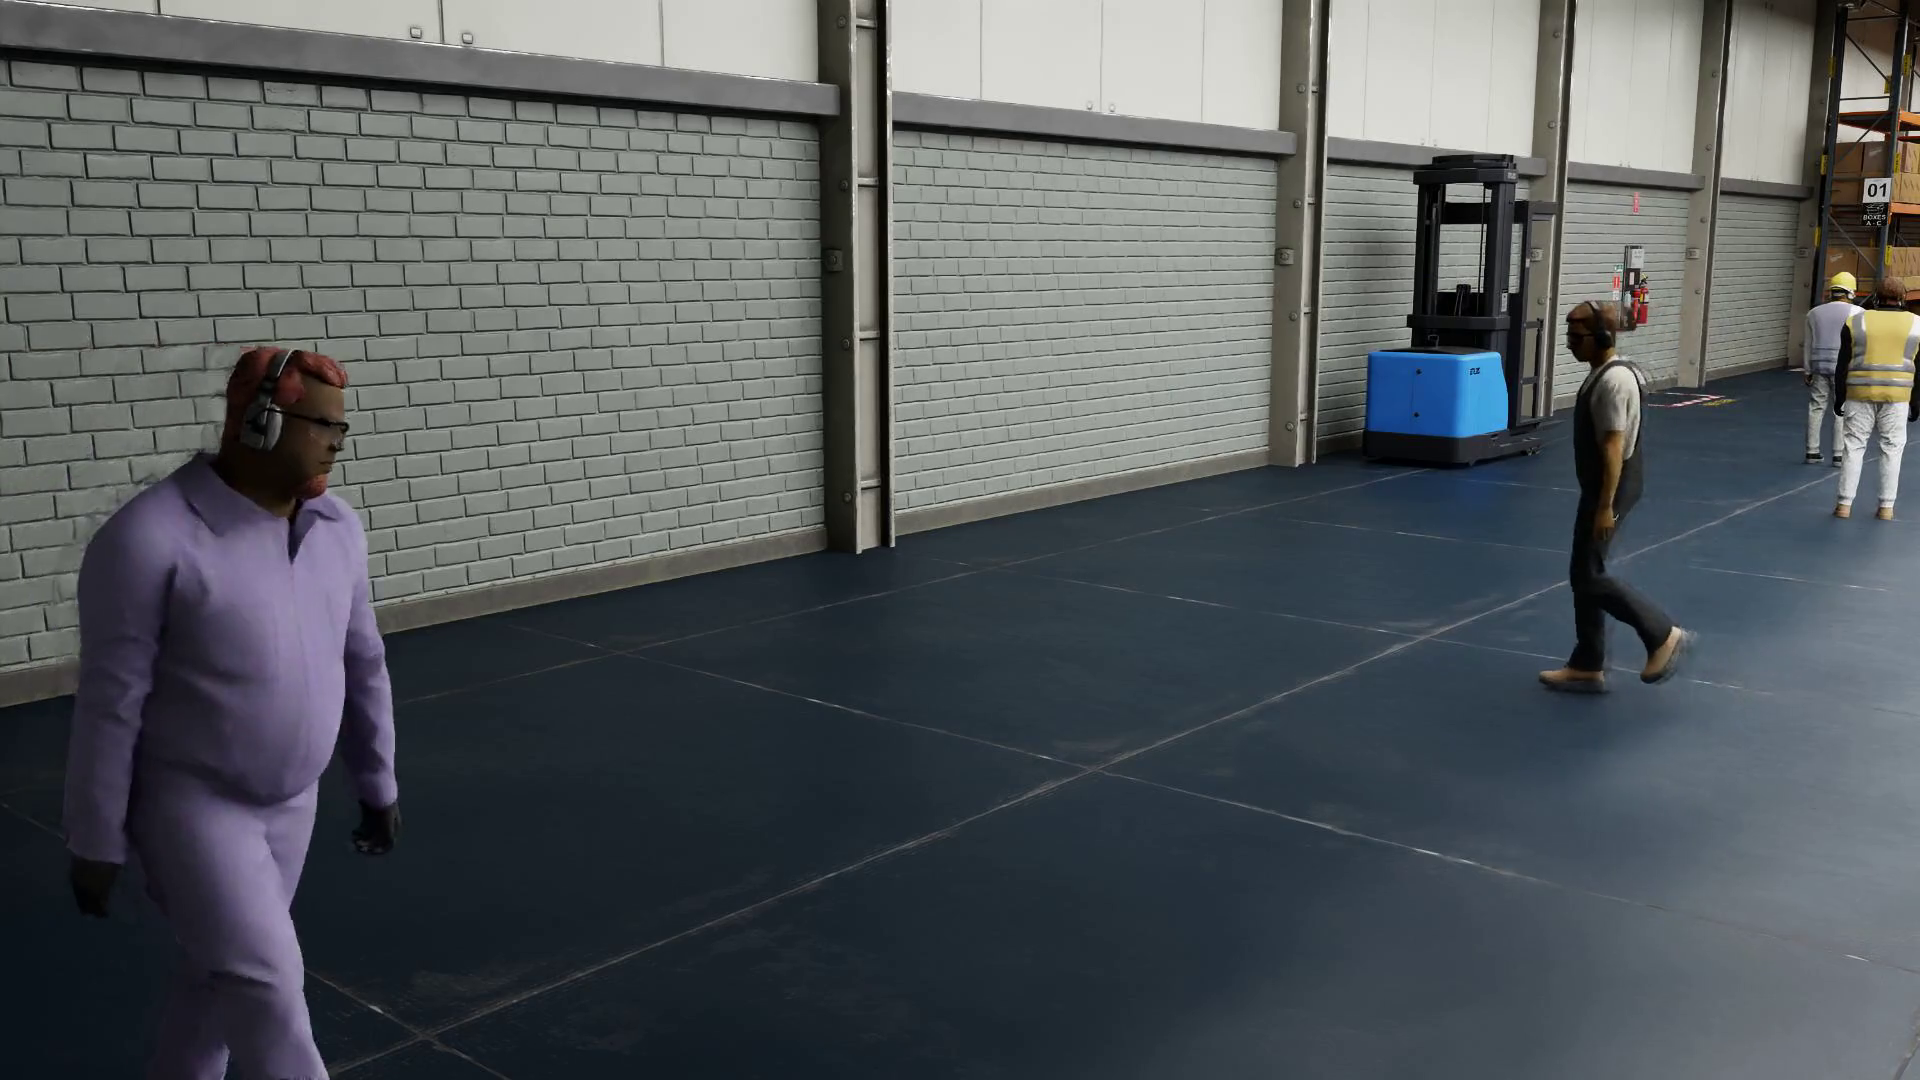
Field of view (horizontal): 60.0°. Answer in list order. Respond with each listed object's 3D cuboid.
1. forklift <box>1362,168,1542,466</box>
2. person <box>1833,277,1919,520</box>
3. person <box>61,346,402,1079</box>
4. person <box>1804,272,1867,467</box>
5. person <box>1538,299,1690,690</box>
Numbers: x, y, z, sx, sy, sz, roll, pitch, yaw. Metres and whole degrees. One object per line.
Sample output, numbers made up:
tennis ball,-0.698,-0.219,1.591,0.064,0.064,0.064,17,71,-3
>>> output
forklift,4.875,-2.212,16.287,1.129,2.768,1.873,8,13,40
person,7.030,-1.082,12.722,0.629,1.838,0.429,4,11,23
person,-1.403,0.542,3.401,0.912,1.855,0.667,3,10,18
person,8.343,-1.628,15.847,0.403,1.828,0.596,-7,12,-33
person,3.023,-0.186,7.634,0.565,1.822,0.547,2,10,12
